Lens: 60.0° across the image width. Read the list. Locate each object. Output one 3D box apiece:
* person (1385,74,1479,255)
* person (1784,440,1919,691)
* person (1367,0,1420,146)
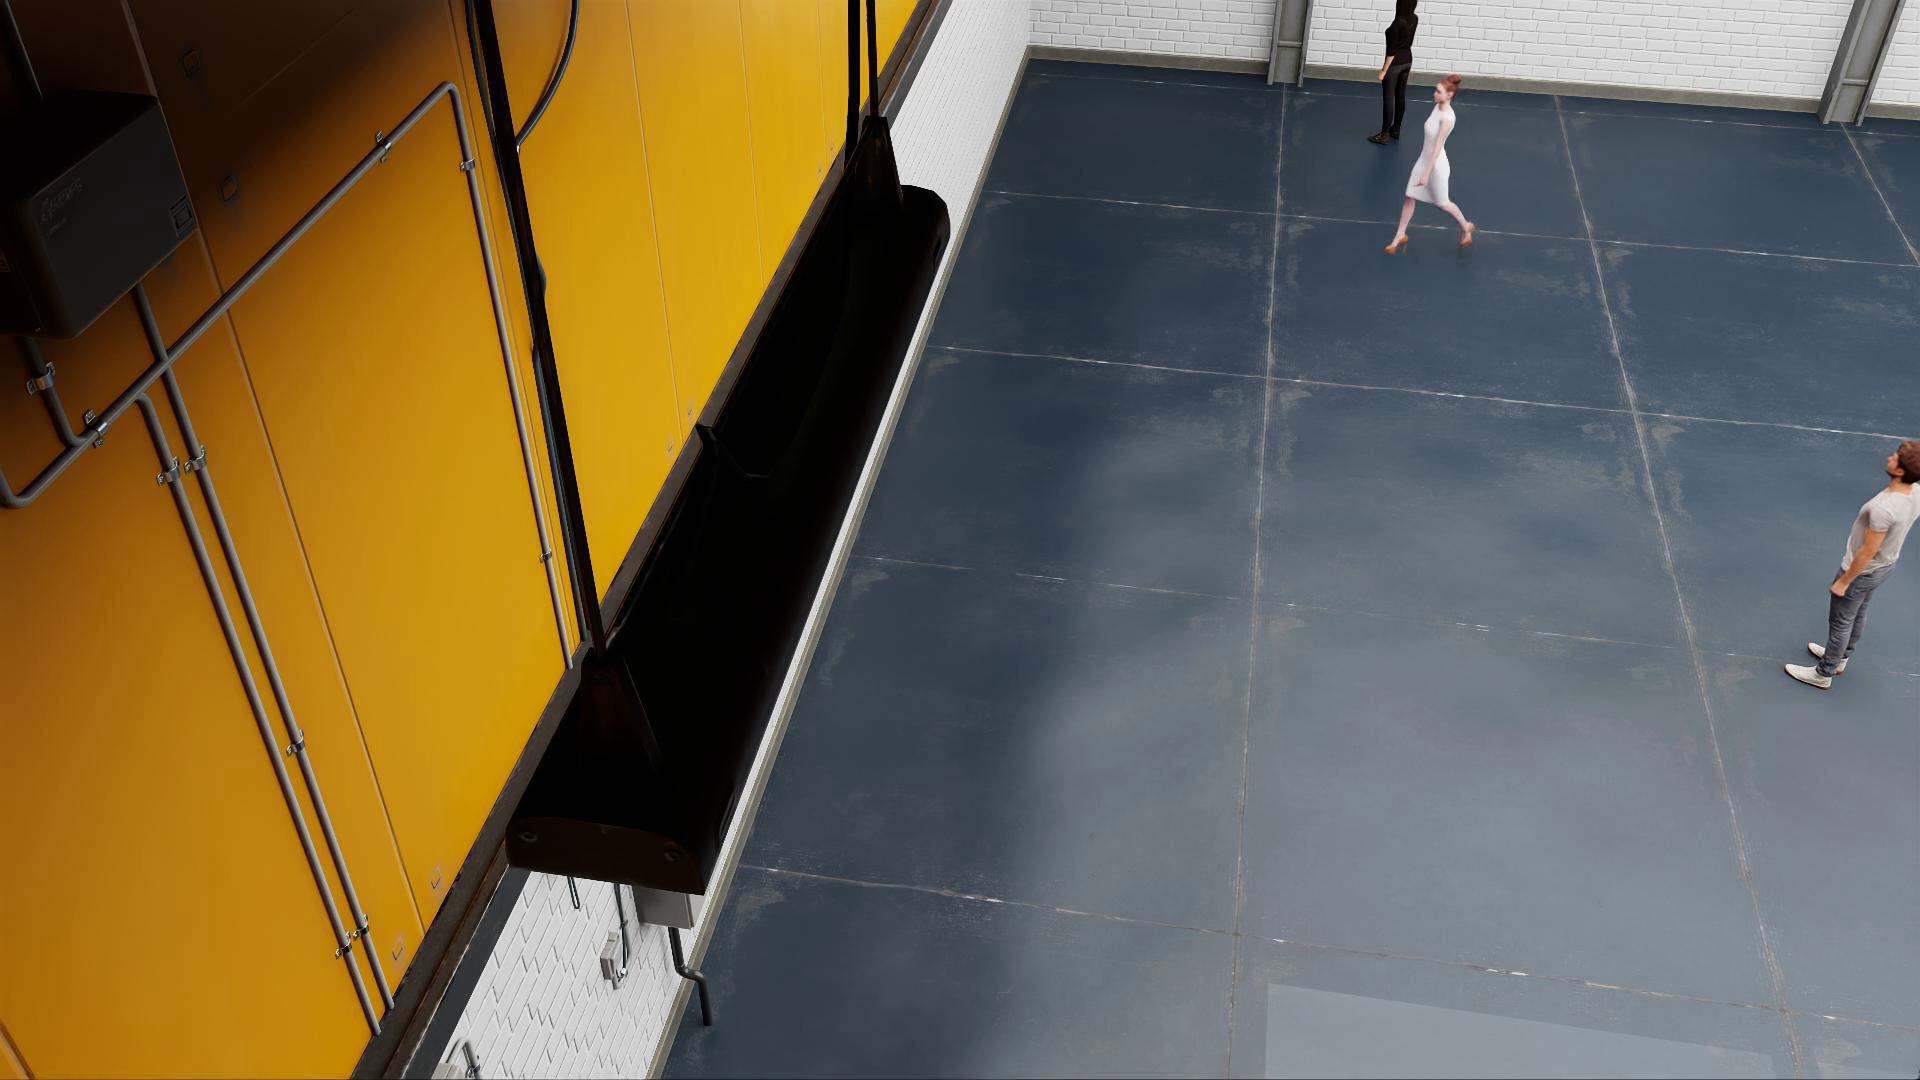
[{"bbox_3d":[4.449,-3.386,15.270,1.155,1.755,0.773,-3,39,-4],"label":"person"},{"bbox_3d":[5.839,0.166,10.707,0.741,1.899,0.782,-27,46,-30],"label":"person"},{"bbox_3d":[4.559,-4.937,17.302,0.654,1.642,0.692,-28,47,-31],"label":"person"}]
